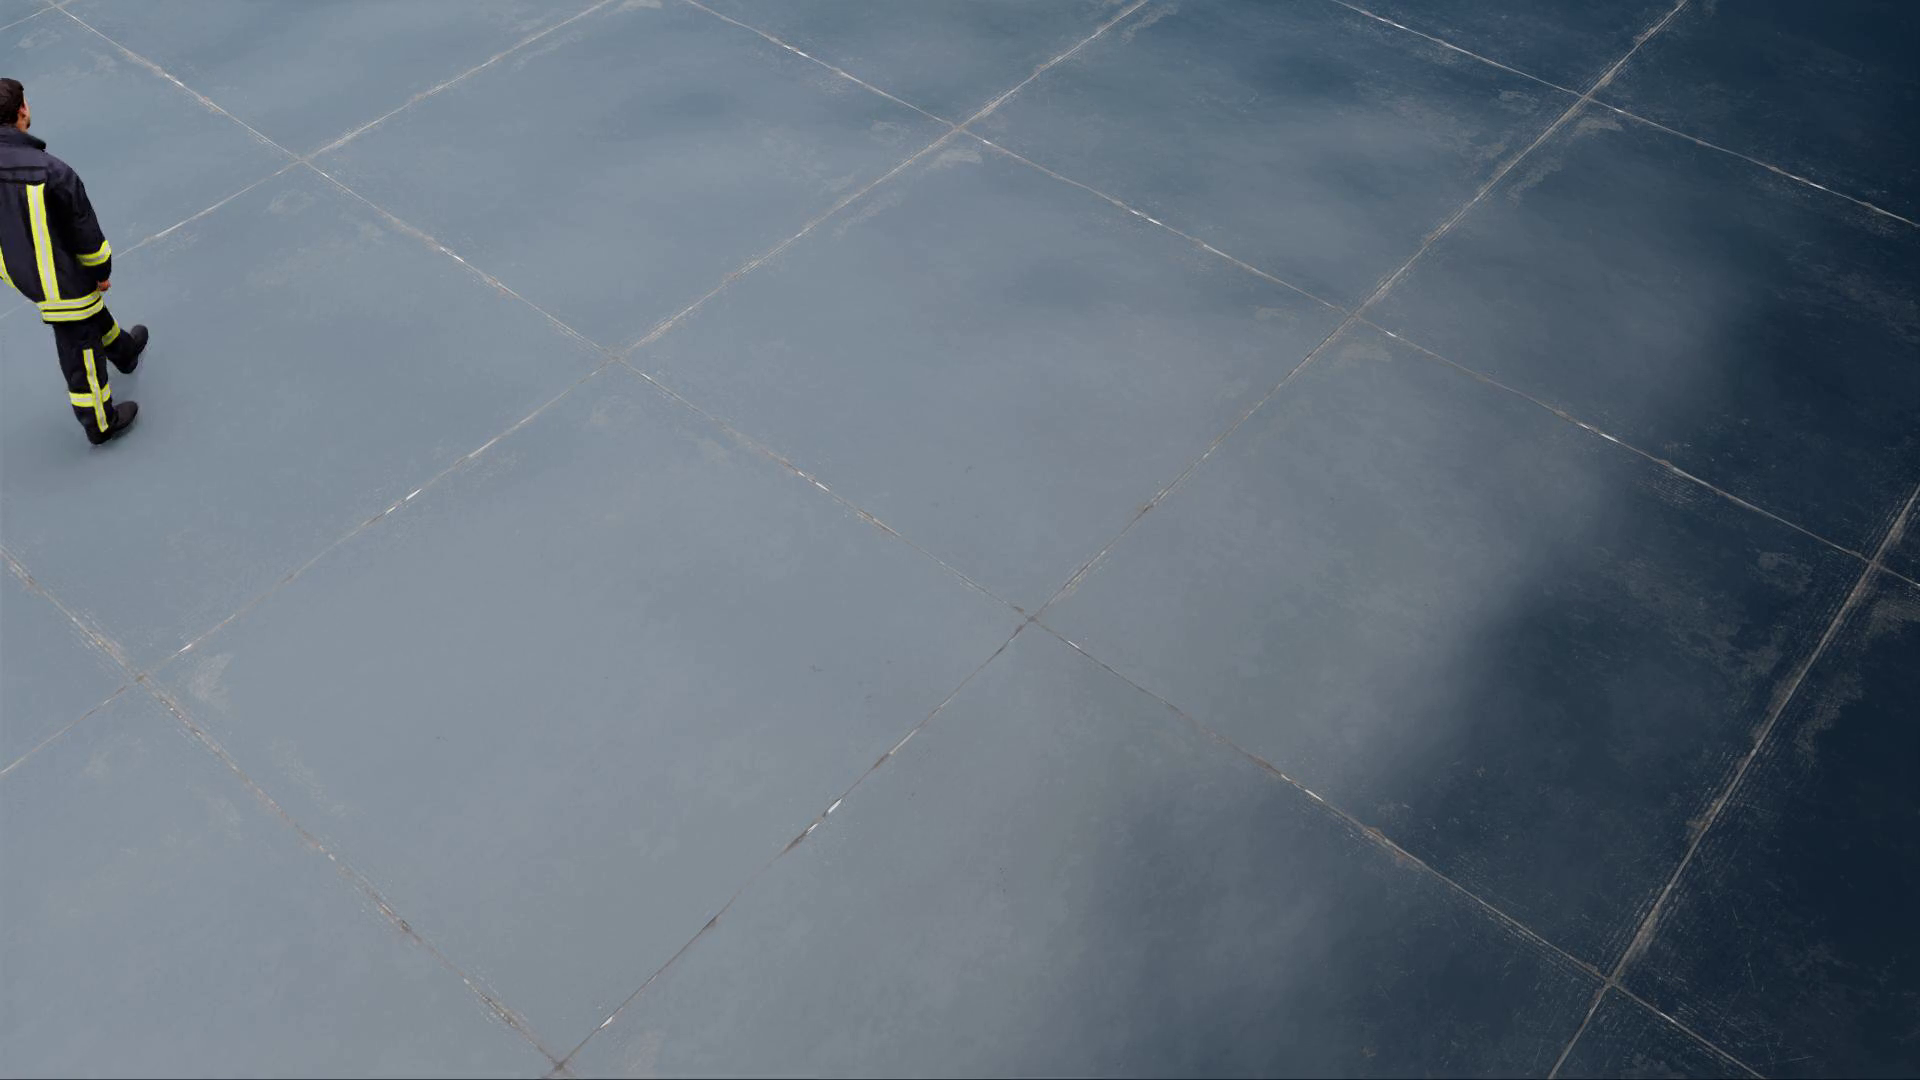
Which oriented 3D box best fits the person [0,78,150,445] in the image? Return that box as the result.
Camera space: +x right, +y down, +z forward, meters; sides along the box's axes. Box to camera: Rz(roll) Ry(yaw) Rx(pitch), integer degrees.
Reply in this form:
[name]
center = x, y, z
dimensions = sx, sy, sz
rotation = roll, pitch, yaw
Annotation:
[person]
center = -4.654, -1.332, 8.420
dimensions = 1.105, 1.847, 1.252
rotation = 11, 48, 10
